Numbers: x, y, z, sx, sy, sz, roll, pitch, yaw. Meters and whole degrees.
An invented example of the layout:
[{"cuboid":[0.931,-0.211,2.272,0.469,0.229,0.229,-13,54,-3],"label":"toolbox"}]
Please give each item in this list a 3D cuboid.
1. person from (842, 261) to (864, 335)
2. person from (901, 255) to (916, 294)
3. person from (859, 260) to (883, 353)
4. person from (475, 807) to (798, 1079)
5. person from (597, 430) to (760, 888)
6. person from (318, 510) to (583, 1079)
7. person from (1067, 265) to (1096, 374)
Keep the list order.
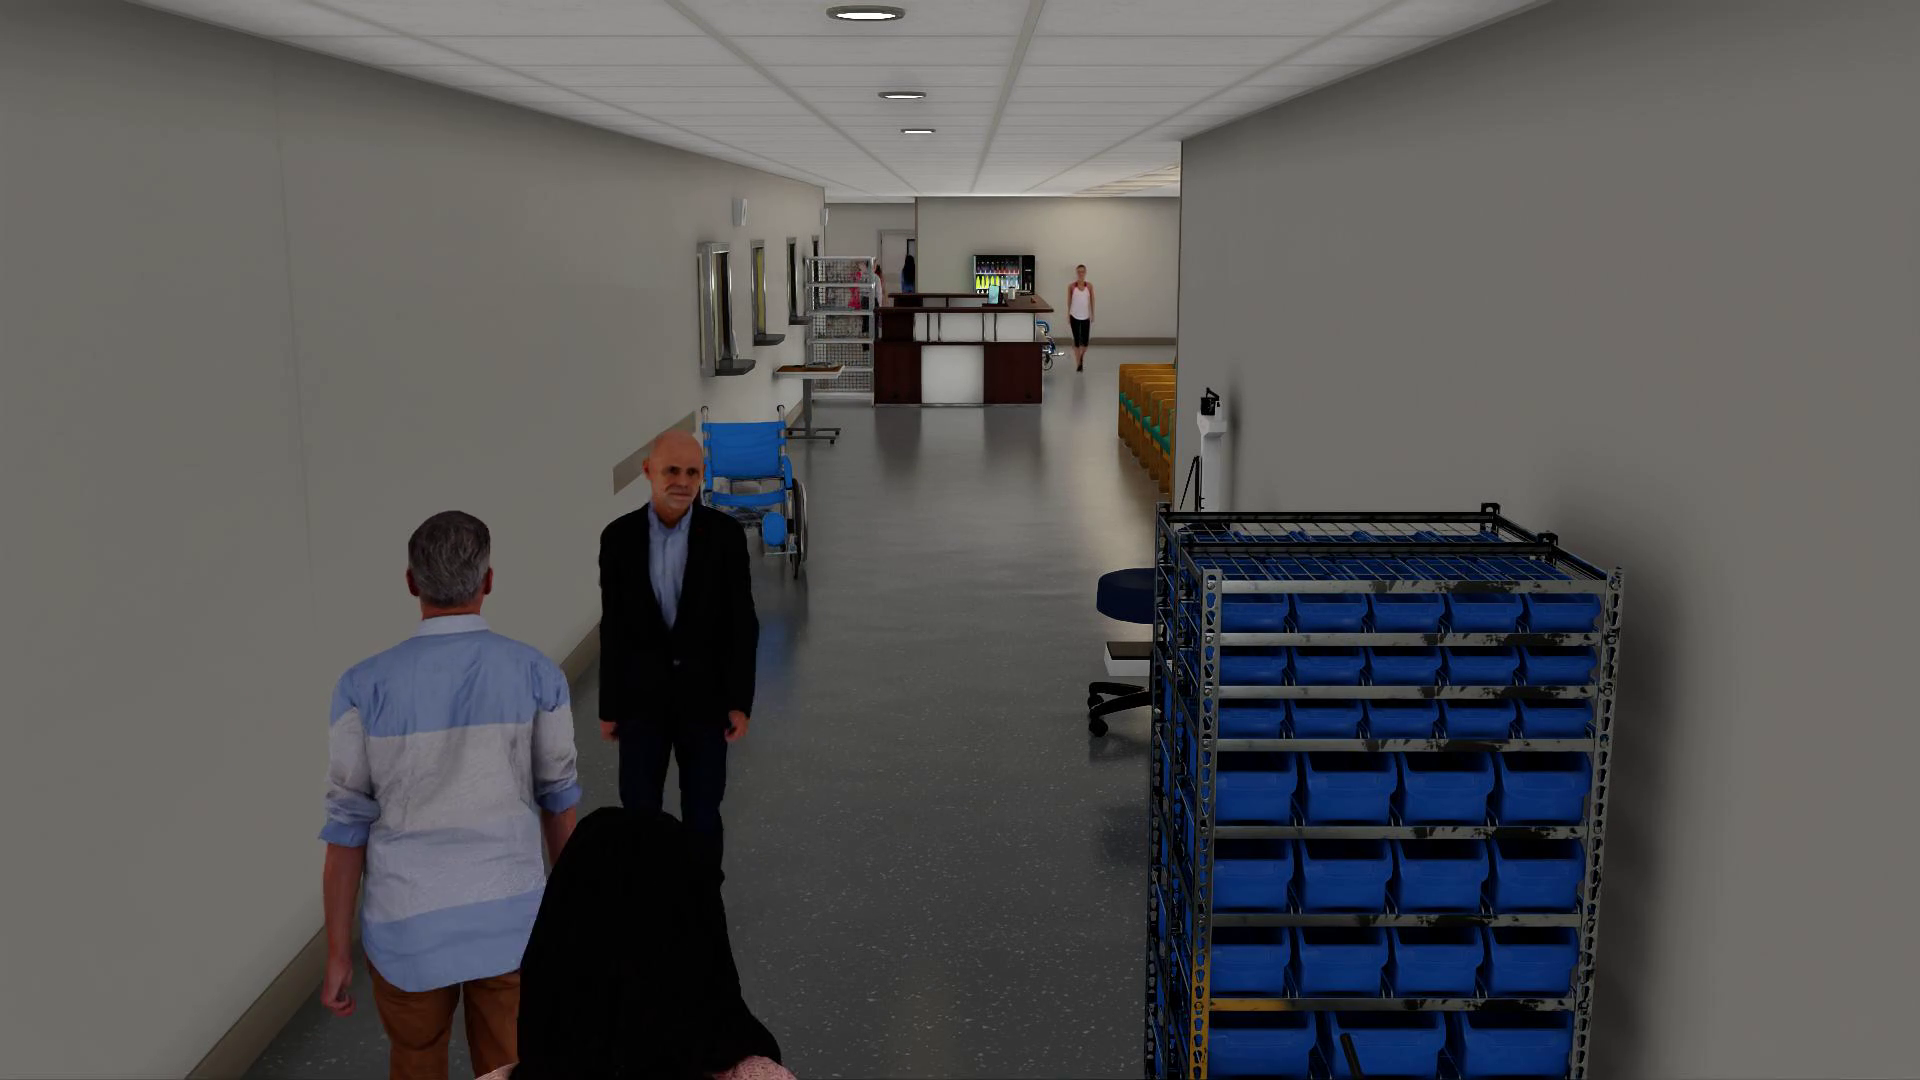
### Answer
[{"cuboid":[-2.180,-5.269,36.273,1.015,1.695,0.882,-7,13,-32],"label":"person"},{"cuboid":[-1.188,-5.993,40.041,0.487,1.712,0.684,1,11,7],"label":"person"},{"cuboid":[-1.727,-4.554,32.175,0.683,1.819,0.795,7,13,31],"label":"person"},{"cuboid":[-0.392,1.205,1.986,0.674,1.758,0.750,1,11,7],"label":"person"},{"cuboid":[-0.924,0.518,5.541,0.775,1.782,0.786,0,11,0],"label":"person"},{"cuboid":[-1.095,0.871,3.644,0.921,1.796,0.946,-3,11,-16],"label":"person"},{"cuboid":[1.992,-3.656,27.577,0.916,1.768,0.658,0,11,1],"label":"person"}]
